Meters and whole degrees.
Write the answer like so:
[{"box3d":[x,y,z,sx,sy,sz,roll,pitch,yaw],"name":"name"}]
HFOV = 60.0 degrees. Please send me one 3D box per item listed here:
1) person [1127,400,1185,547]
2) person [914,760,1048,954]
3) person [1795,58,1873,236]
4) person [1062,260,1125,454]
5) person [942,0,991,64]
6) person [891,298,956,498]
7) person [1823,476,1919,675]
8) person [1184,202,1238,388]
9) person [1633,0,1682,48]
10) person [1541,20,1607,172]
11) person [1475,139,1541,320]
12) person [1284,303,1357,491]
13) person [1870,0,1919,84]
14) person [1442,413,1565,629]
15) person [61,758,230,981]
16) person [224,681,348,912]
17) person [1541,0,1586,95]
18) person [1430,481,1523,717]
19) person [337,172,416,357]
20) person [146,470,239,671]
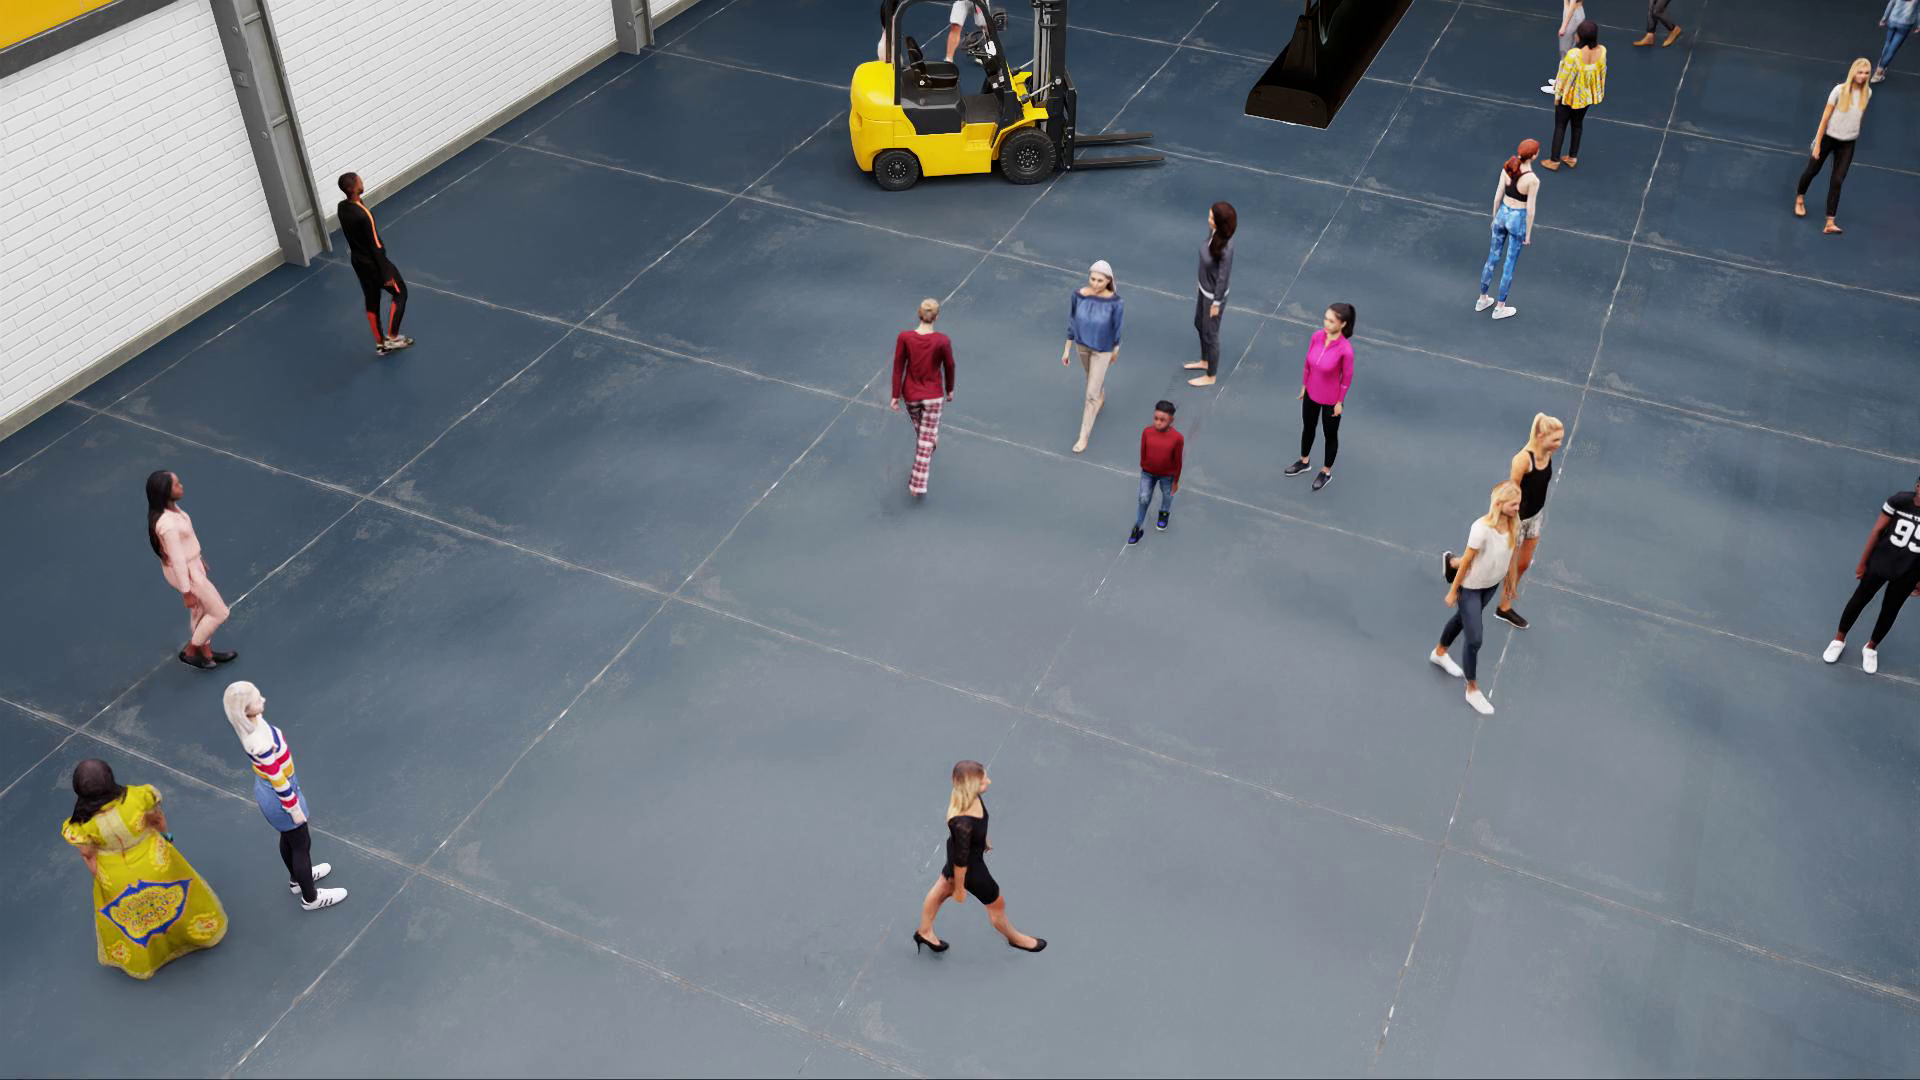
[{"box3d":[1.604,-0.590,13.153,0.547,1.232,0.806,12,40,14],"name":"person"},{"box3d":[-0.045,1.898,9.719,0.928,1.629,1.056,-1,39,-1],"name":"person"},{"box3d":[8.943,-4.106,17.112,0.952,1.785,1.226,0,39,1],"name":"person"},{"box3d":[1.160,-1.647,14.152,0.652,1.646,1.154,19,42,22],"name":"person"},{"box3d":[0.221,-6.639,20.269,0.976,1.804,1.276,32,48,34],"name":"person"},{"box3d":[-0.318,-1.133,13.494,0.813,1.654,1.157,7,39,9],"name":"person"},{"box3d":[6.620,0.182,11.776,0.609,1.743,0.566,18,42,21],"name":"person"},{"box3d":[2.267,-2.217,14.756,0.776,1.773,0.673,-5,39,-6],"name":"person"},{"box3d":[8.908,-6.976,20.775,0.894,1.698,0.850,-3,39,-3],"name":"person"},{"box3d":[6.710,-4.838,18.136,0.883,1.650,0.944,-13,41,-16],"name":"person"},{"box3d":[5.181,-2.939,15.659,0.684,1.784,0.663,-27,46,-30],"name":"person"},{"box3d":[2.973,-1.185,13.531,0.686,1.698,0.668,-28,46,-31],"name":"person"},{"box3d":[11.272,-6.206,19.998,0.837,1.465,0.764,-24,44,-27],"name":"person"},{"box3d":[4.033,-0.203,12.189,1.007,1.828,0.910,-27,46,-30],"name":"person"},{"box3d":[-4.781,1.899,9.707,0.951,1.653,1.094,-26,45,-28],"name":"person"},{"box3d":[-4.116,1.526,10.041,0.688,1.808,0.720,-25,45,-28],"name":"person"},{"box3d":[7.269,-6.135,19.719,0.678,1.703,0.556,27,46,30],"name":"person"},{"box3d":[3.539,0.283,11.617,0.982,1.783,0.951,-24,44,-27],"name":"person"},{"box3d":[-5.387,-2.448,15.021,0.688,1.803,0.640,23,44,26],"name":"person"},{"box3d":[-5.517,0.274,11.690,0.849,1.706,0.796,-16,41,-20],"name":"person"}]
